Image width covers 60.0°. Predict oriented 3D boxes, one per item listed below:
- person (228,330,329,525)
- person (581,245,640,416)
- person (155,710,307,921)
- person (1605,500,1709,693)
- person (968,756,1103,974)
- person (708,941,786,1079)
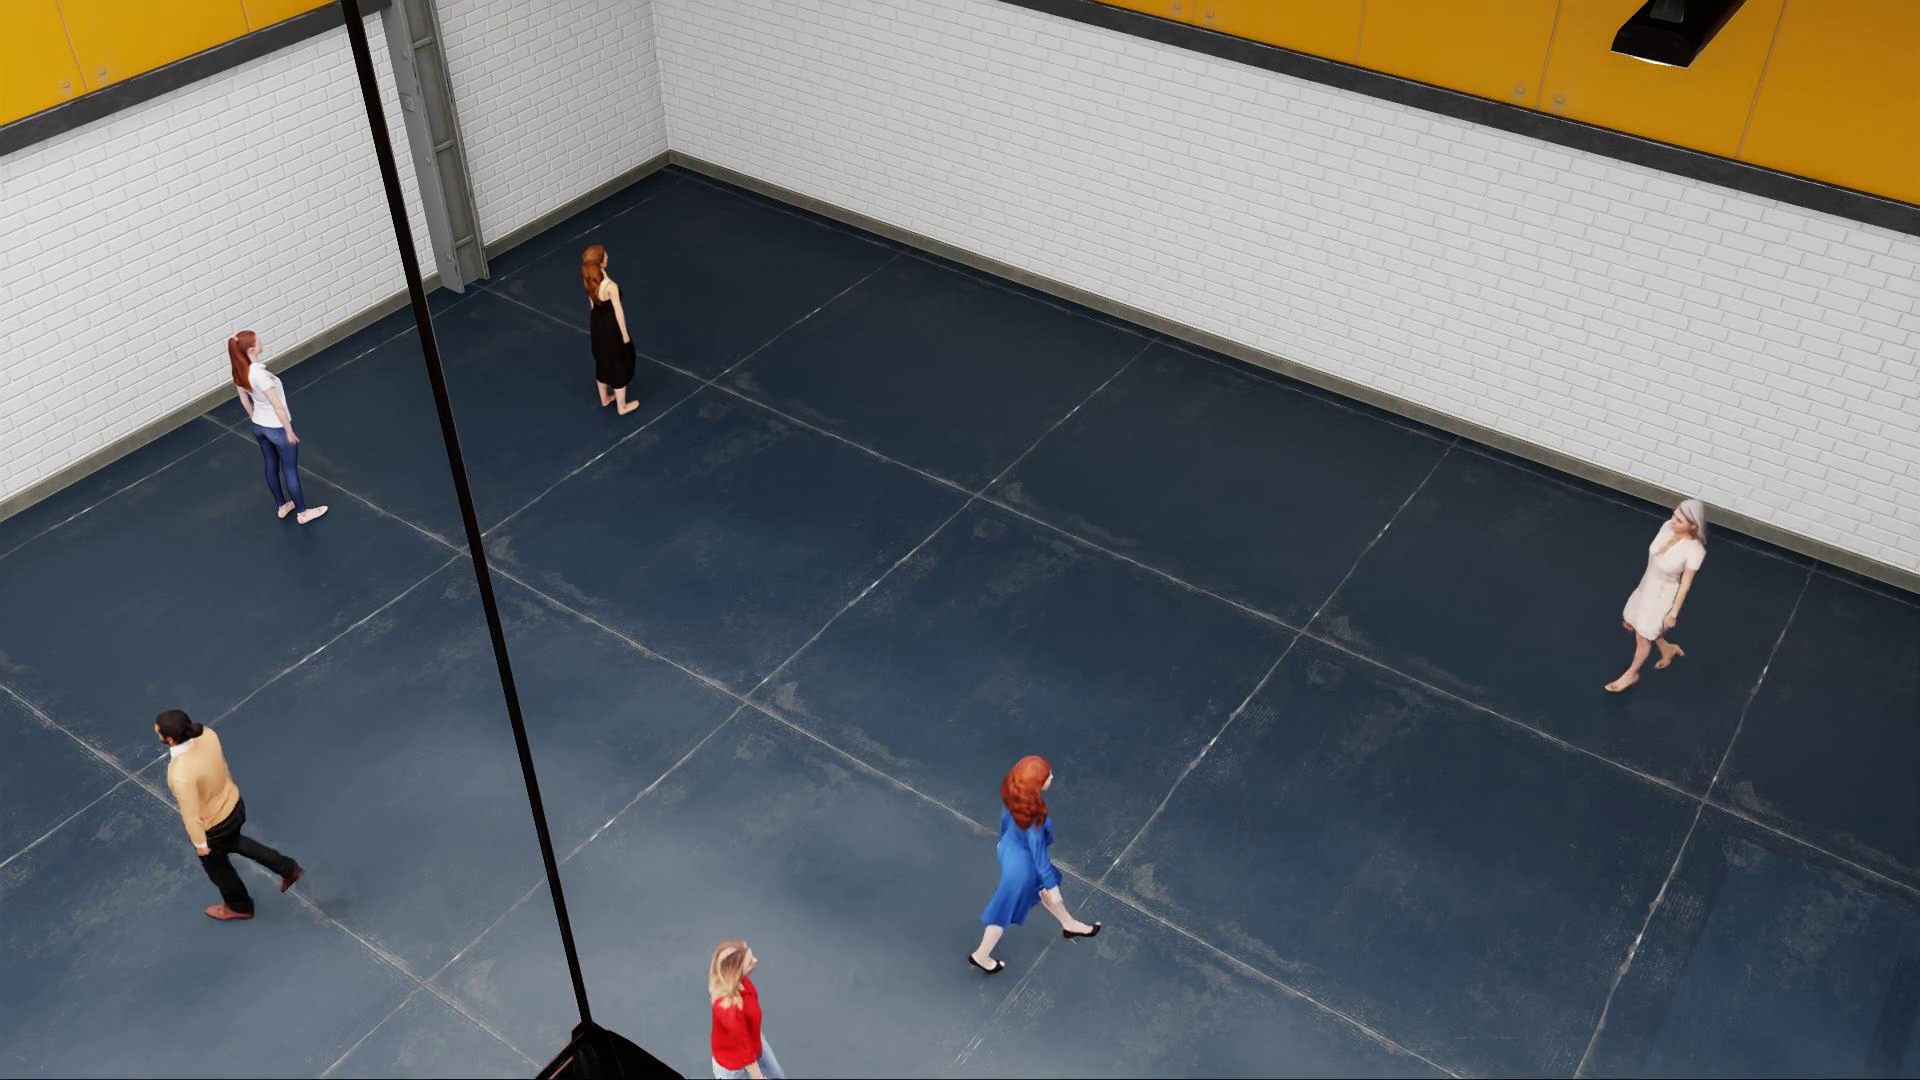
[{"bbox_3d":[-5.491,-0.893,13.235,0.579,1.739,0.542,20,43,23],"label":"person"},{"bbox_3d":[-3.081,-1.835,14.507,0.580,1.623,0.595,30,47,32],"label":"person"},{"bbox_3d":[-4.413,1.677,10.017,0.988,1.738,0.962,-1,39,-1],"label":"person"},{"bbox_3d":[4.969,0.397,11.631,0.912,1.725,0.853,-6,39,-7],"label":"person"},{"bbox_3d":[0.268,1.943,9.645,1.164,1.786,1.075,-9,39,-11],"label":"person"},{"bbox_3d":[-1.250,2.728,8.756,1.149,1.670,1.111,-5,39,-6],"label":"person"}]
